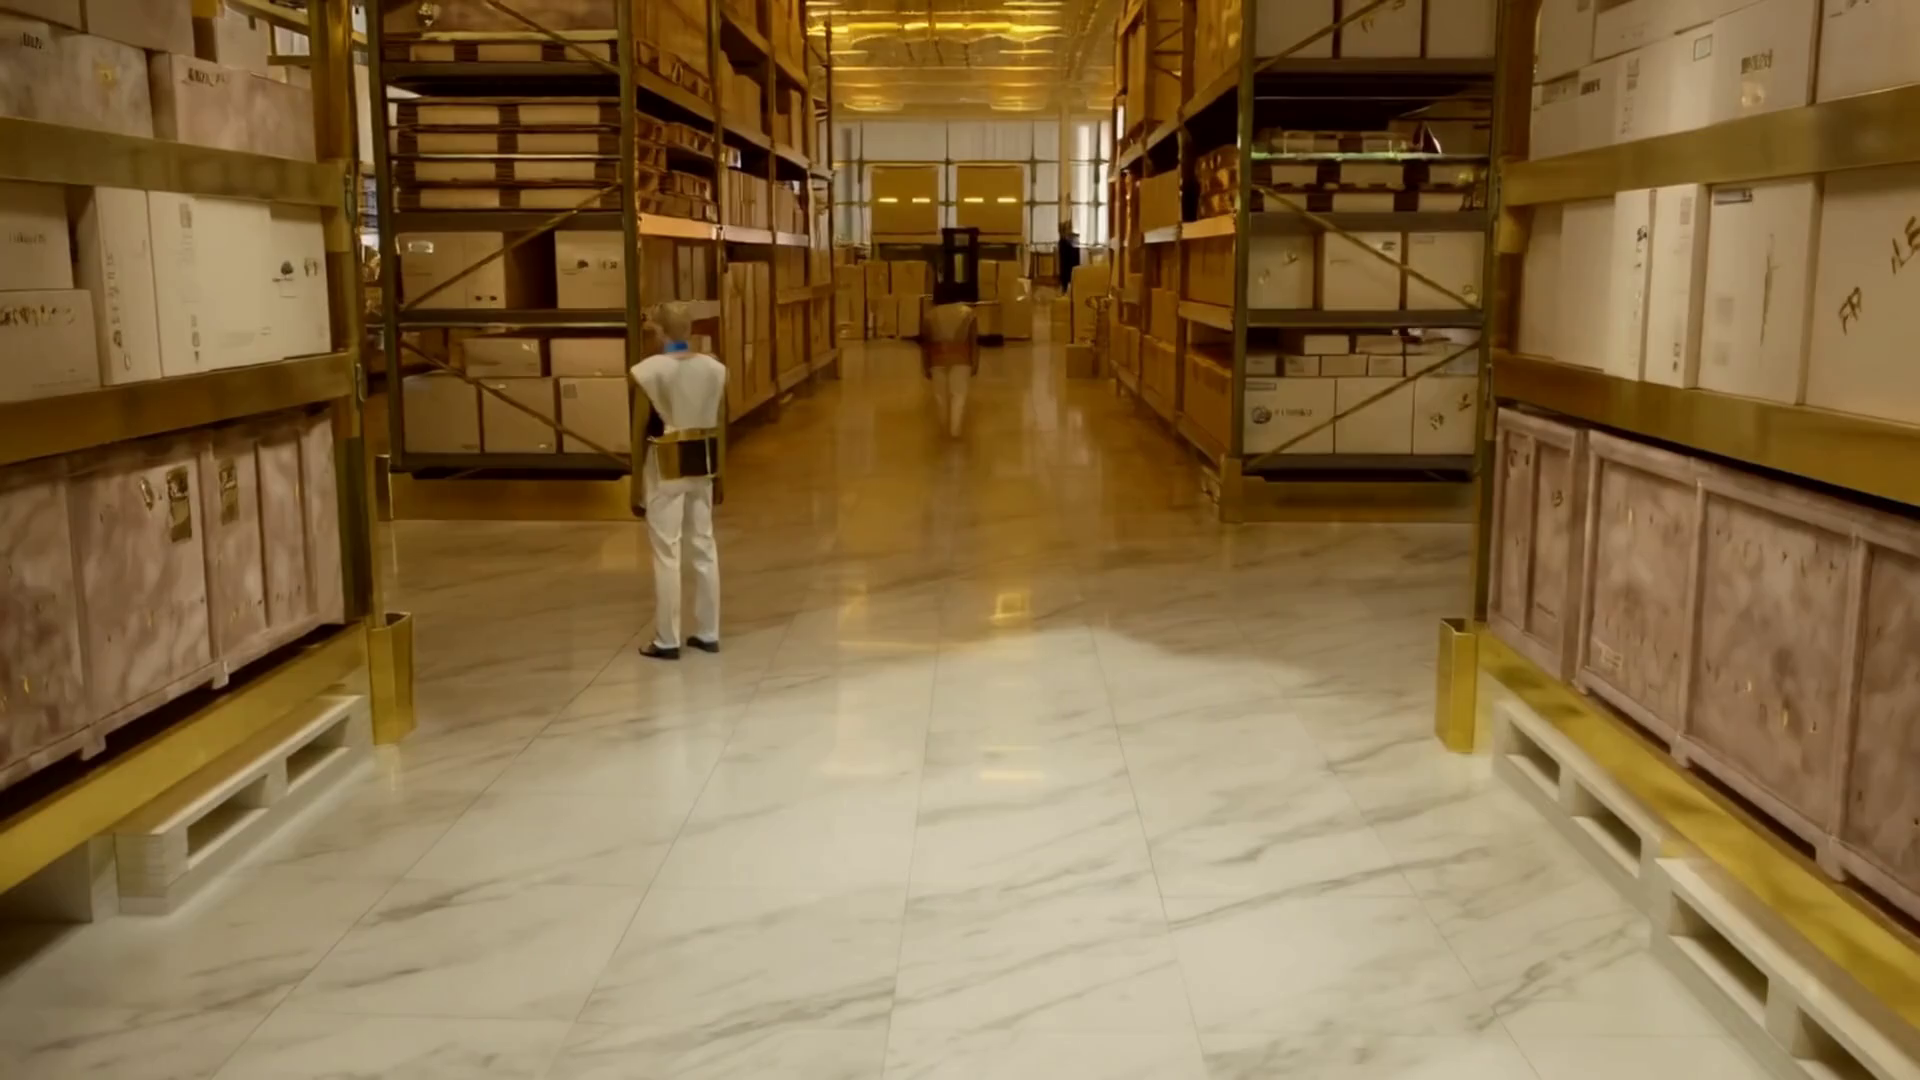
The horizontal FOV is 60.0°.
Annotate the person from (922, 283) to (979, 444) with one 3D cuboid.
[{"bbox_3d":[-0.105,-1.985,18.680,0.619,1.805,0.943,1,10,6],"label":"person"}]

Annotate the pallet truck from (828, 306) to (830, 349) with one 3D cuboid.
[{"bbox_3d":[-3.100,-3.940,29.800,1.885,1.965,0.823,3,10,19],"label":"pallet truck"}]

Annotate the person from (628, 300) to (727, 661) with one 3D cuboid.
[{"bbox_3d":[-1.425,-0.299,8.490,0.560,1.836,0.391,-9,13,-43],"label":"person"}]

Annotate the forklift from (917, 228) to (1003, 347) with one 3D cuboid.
[{"bbox_3d":[0.028,-5.949,39.198,1.129,2.768,1.873,-9,13,-42],"label":"forklift"}]

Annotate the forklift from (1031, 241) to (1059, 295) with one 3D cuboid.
[{"bbox_3d":[3.206,-9.939,63.097,1.129,2.768,1.873,0,9,1],"label":"forklift"}]

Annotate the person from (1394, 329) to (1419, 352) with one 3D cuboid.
[{"bbox_3d":[9.804,-5.028,36.549,0.547,1.919,0.565,6,11,31],"label":"person"}]
